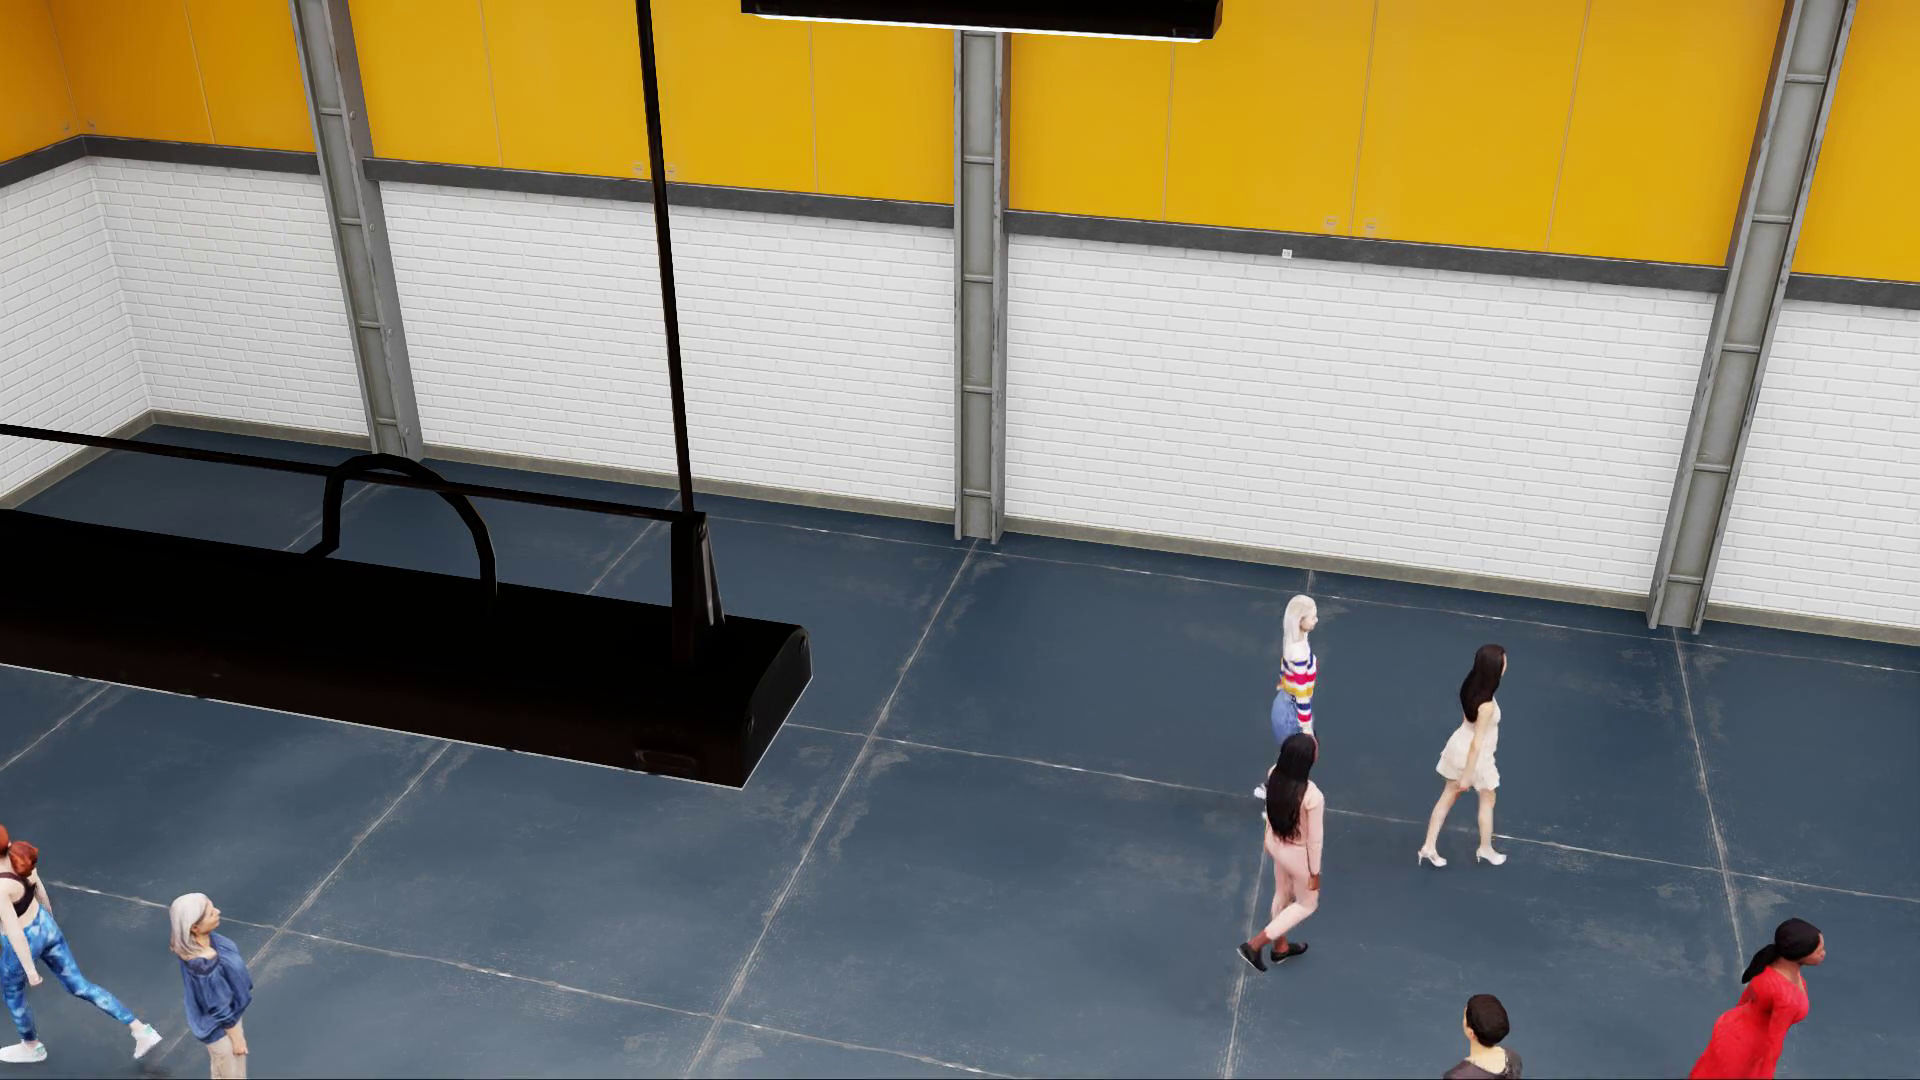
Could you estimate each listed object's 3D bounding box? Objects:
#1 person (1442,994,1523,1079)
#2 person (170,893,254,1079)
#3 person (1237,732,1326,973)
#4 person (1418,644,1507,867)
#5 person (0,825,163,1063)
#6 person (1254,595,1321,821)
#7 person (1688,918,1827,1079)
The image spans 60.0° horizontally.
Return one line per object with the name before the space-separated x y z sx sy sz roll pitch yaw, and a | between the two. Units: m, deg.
person | 2.510 2.957 8.028 1.080 1.684 1.117 -14 31 -23
person | -3.906 2.548 8.777 0.772 1.697 0.696 -19 34 -31
person | 1.917 1.910 9.919 0.956 1.713 0.891 -14 32 -24
person | 3.220 1.429 10.801 0.902 1.713 0.750 -3 29 -5
person | -5.021 2.287 9.205 1.277 1.743 0.781 2 29 4
person | 2.163 1.160 11.204 0.642 1.798 0.663 5 29 9
person | 3.959 2.620 8.605 1.067 1.735 0.688 10 30 18
